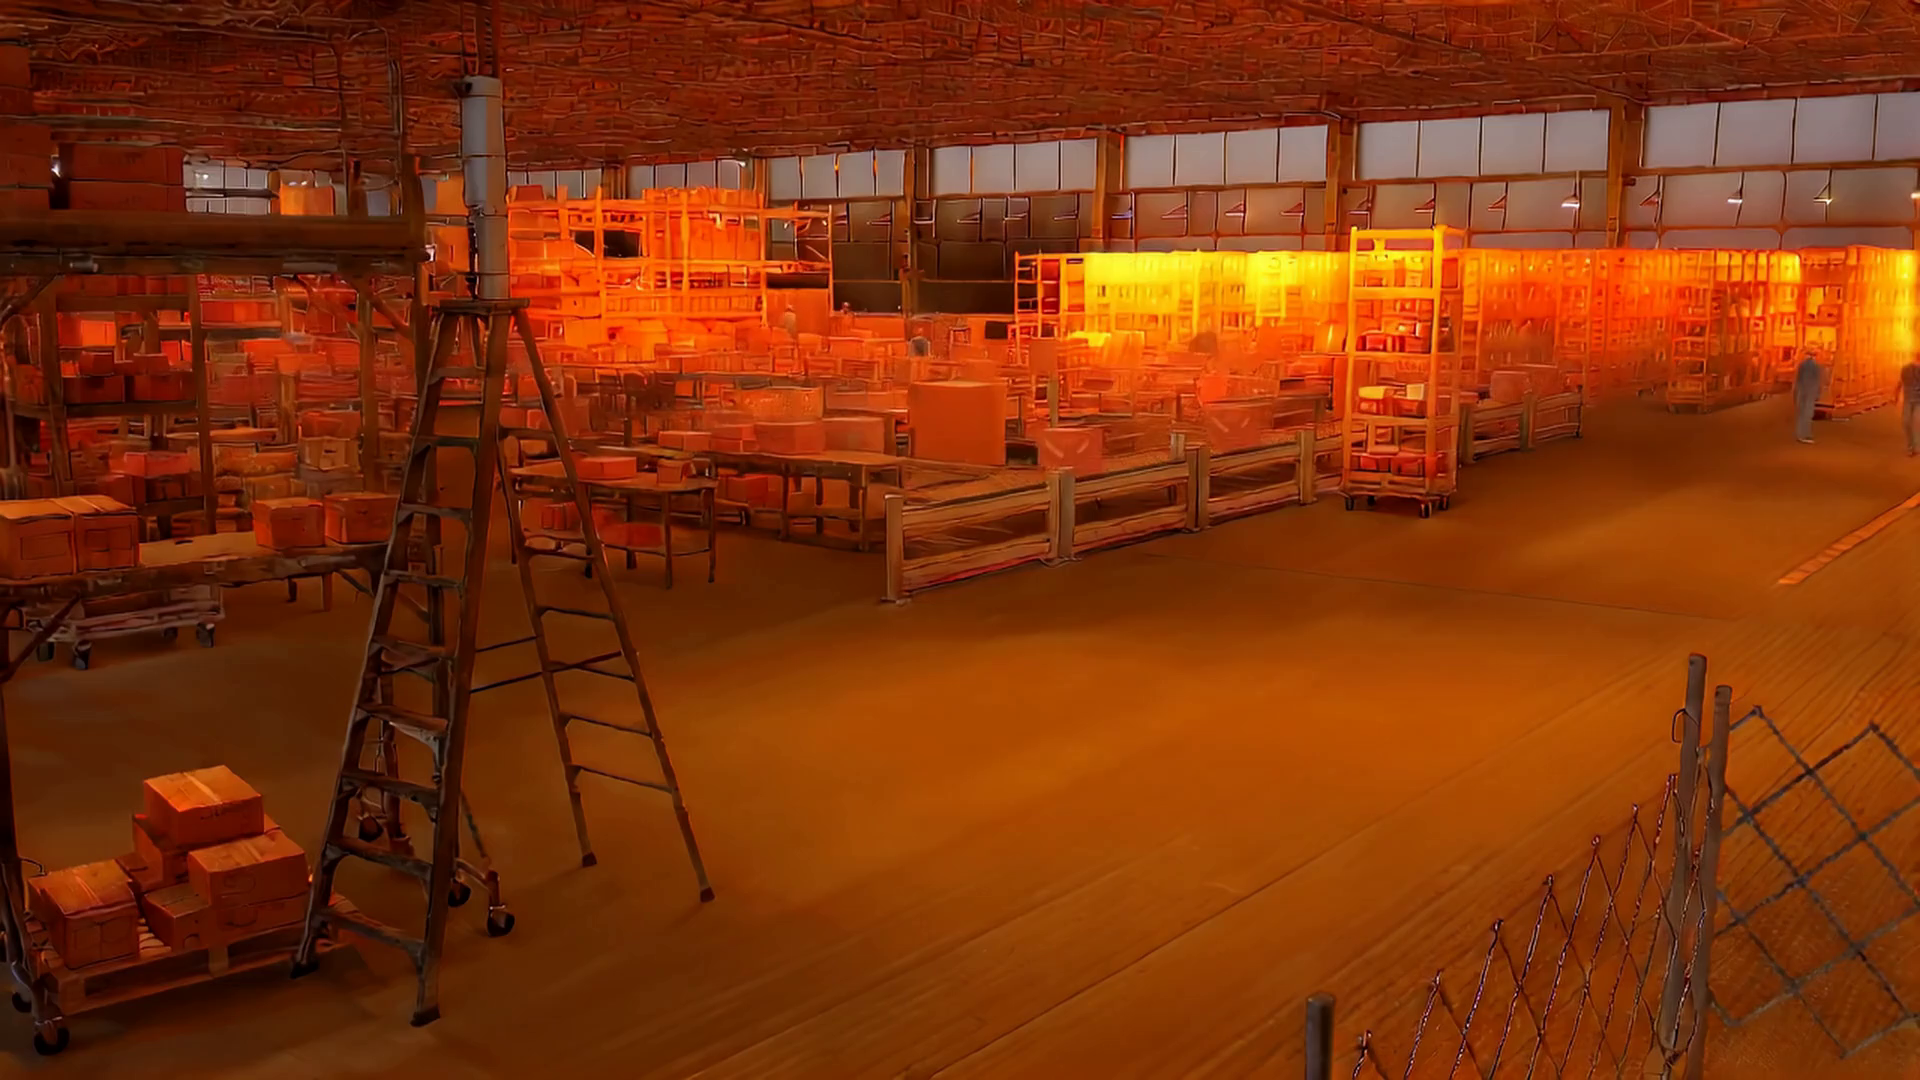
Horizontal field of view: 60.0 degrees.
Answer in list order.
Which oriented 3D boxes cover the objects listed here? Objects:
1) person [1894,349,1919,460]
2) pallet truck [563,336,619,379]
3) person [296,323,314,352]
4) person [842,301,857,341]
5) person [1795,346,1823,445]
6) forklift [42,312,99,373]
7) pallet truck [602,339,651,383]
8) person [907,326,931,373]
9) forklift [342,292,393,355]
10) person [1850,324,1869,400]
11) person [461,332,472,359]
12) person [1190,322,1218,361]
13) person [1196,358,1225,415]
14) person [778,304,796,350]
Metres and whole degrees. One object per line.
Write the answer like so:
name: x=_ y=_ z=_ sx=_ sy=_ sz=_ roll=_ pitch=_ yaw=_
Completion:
person: x=15.739 y=-2.246 z=27.355 sx=0.581 sy=1.820 sz=0.835 roll=8 pitch=12 yaw=41
pallet truck: x=-10.690 y=-5.294 z=48.215 sx=1.601 sy=1.201 sz=0.680 roll=-5 pitch=10 yaw=-26
person: x=-16.422 y=-4.606 z=41.977 sx=0.988 sy=1.858 sz=0.656 roll=-1 pitch=9 yaw=-7
person: x=-4.543 y=-8.884 z=68.509 sx=0.677 sy=1.905 sz=0.562 roll=-5 pitch=10 yaw=-29
person: x=15.136 y=-2.578 z=29.639 sx=0.544 sy=1.756 sz=0.367 roll=-5 pitch=10 yaw=-29
forklift: x=-23.779 y=-5.451 z=44.052 sx=1.873 sy=2.768 sz=1.129 roll=7 pitch=11 yaw=36
pallet truck: x=-8.991 y=-4.871 z=45.351 sx=0.653 sy=1.274 sz=1.630 roll=7 pitch=11 yaw=37
person: x=-0.967 y=-4.049 z=38.585 sx=0.591 sy=1.826 sz=0.403 roll=-5 pitch=11 yaw=-31
forklift: x=-16.485 y=-5.622 z=45.120 sx=1.129 sy=2.768 sz=1.873 roll=7 pitch=11 yaw=37
person: x=21.614 y=-4.365 z=40.188 sx=0.640 sy=1.945 sz=0.914 roll=-8 pitch=12 yaw=-43
person: x=-15.745 y=-6.341 z=53.219 sx=0.520 sy=1.712 sz=0.920 roll=5 pitch=10 yaw=28
person: x=5.904 y=-4.336 z=40.290 sx=0.650 sy=1.866 sz=0.982 roll=-4 pitch=10 yaw=-21
person: x=4.190 y=-2.230 z=27.828 sx=0.497 sy=1.633 sz=0.285 roll=-2 pitch=9 yaw=-14
person: x=-6.022 y=-7.214 z=57.851 sx=0.650 sy=1.988 sz=0.394 roll=-1 pitch=9 yaw=-4
